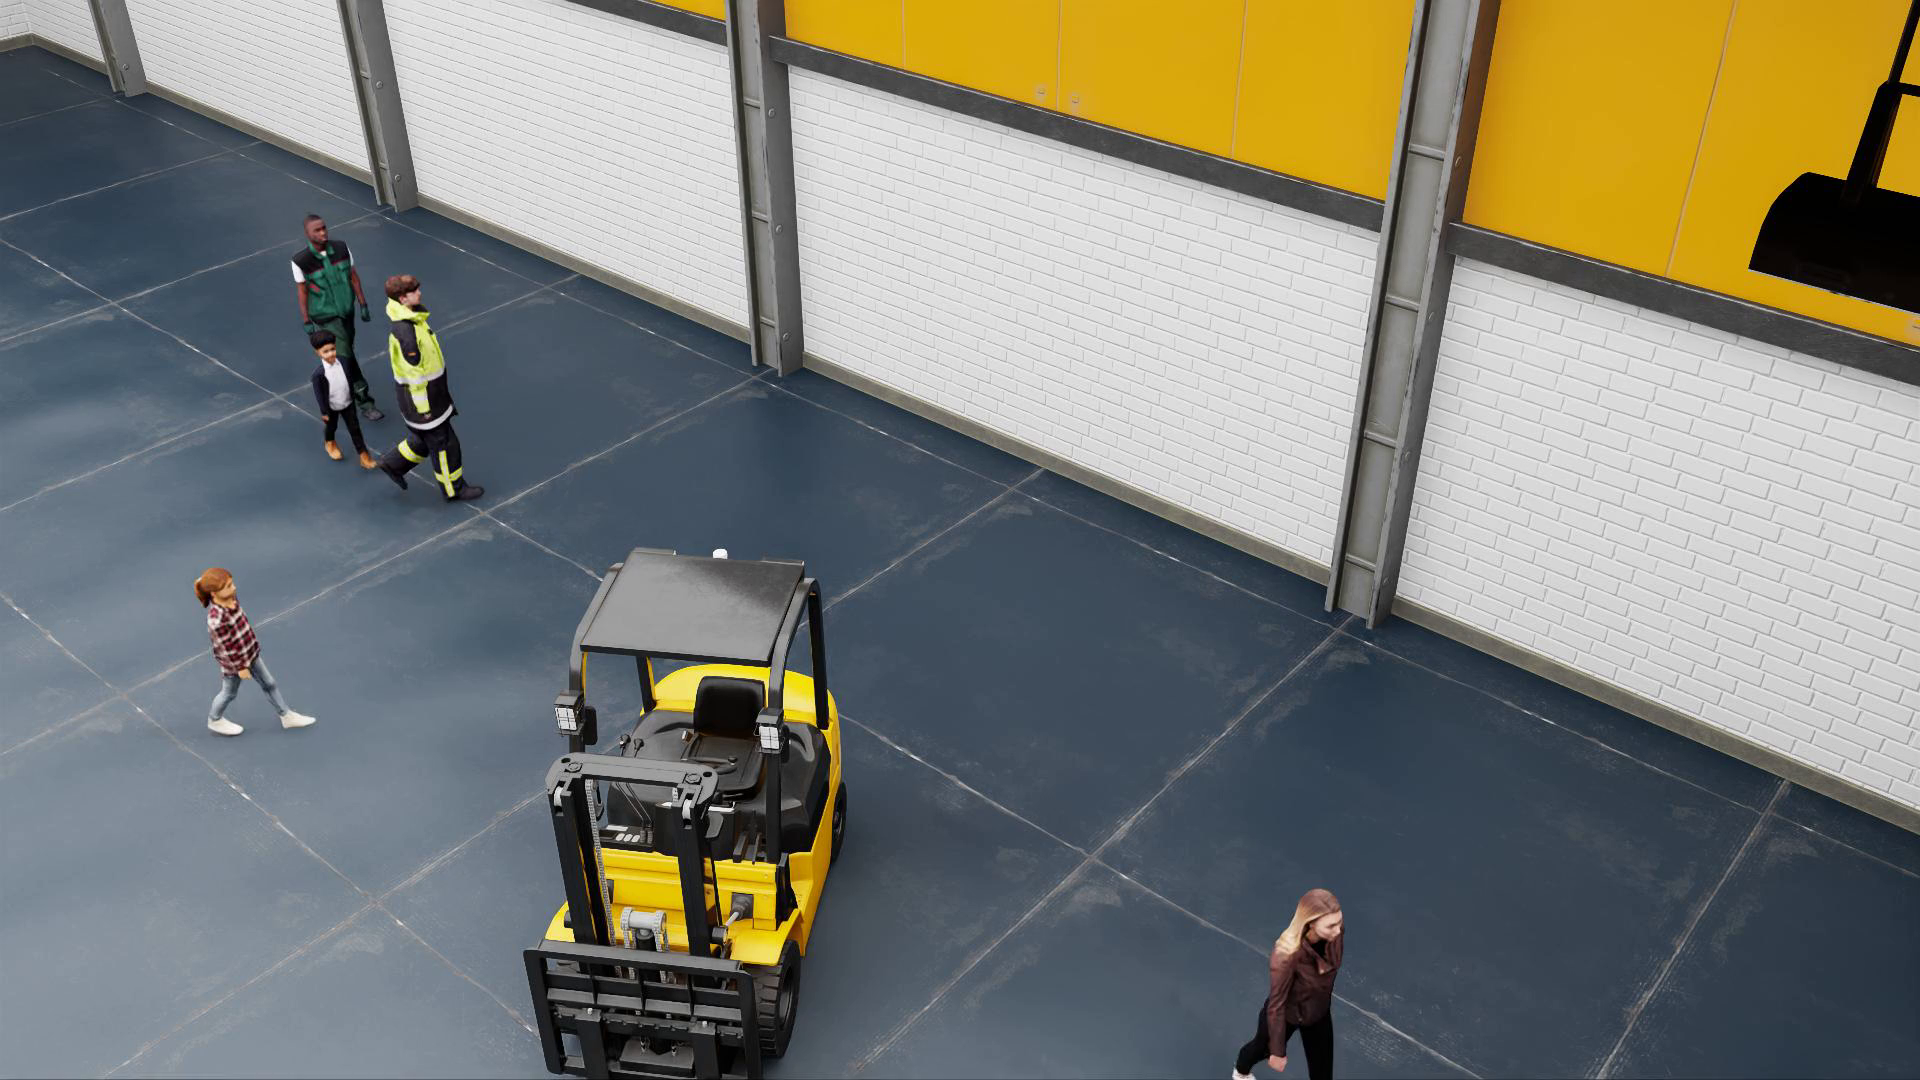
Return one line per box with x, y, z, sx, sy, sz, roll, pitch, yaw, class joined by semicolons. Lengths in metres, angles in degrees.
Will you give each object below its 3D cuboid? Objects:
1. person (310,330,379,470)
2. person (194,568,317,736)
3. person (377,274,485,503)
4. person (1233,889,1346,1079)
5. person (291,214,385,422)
-5.145;-1.170;13.624;0.849;1.199;0.538;28;43;35;person
-4.708;0.750;10.667;0.976;1.276;0.866;1;34;1;person
-4.243;-1.141;12.889;1.158;1.965;1.131;-7;34;-10;person
1.565;2.264;8.047;0.860;1.653;1.178;-19;38;-26;person
-5.399;-1.943;14.249;1.198;1.795;0.681;25;41;33;person
